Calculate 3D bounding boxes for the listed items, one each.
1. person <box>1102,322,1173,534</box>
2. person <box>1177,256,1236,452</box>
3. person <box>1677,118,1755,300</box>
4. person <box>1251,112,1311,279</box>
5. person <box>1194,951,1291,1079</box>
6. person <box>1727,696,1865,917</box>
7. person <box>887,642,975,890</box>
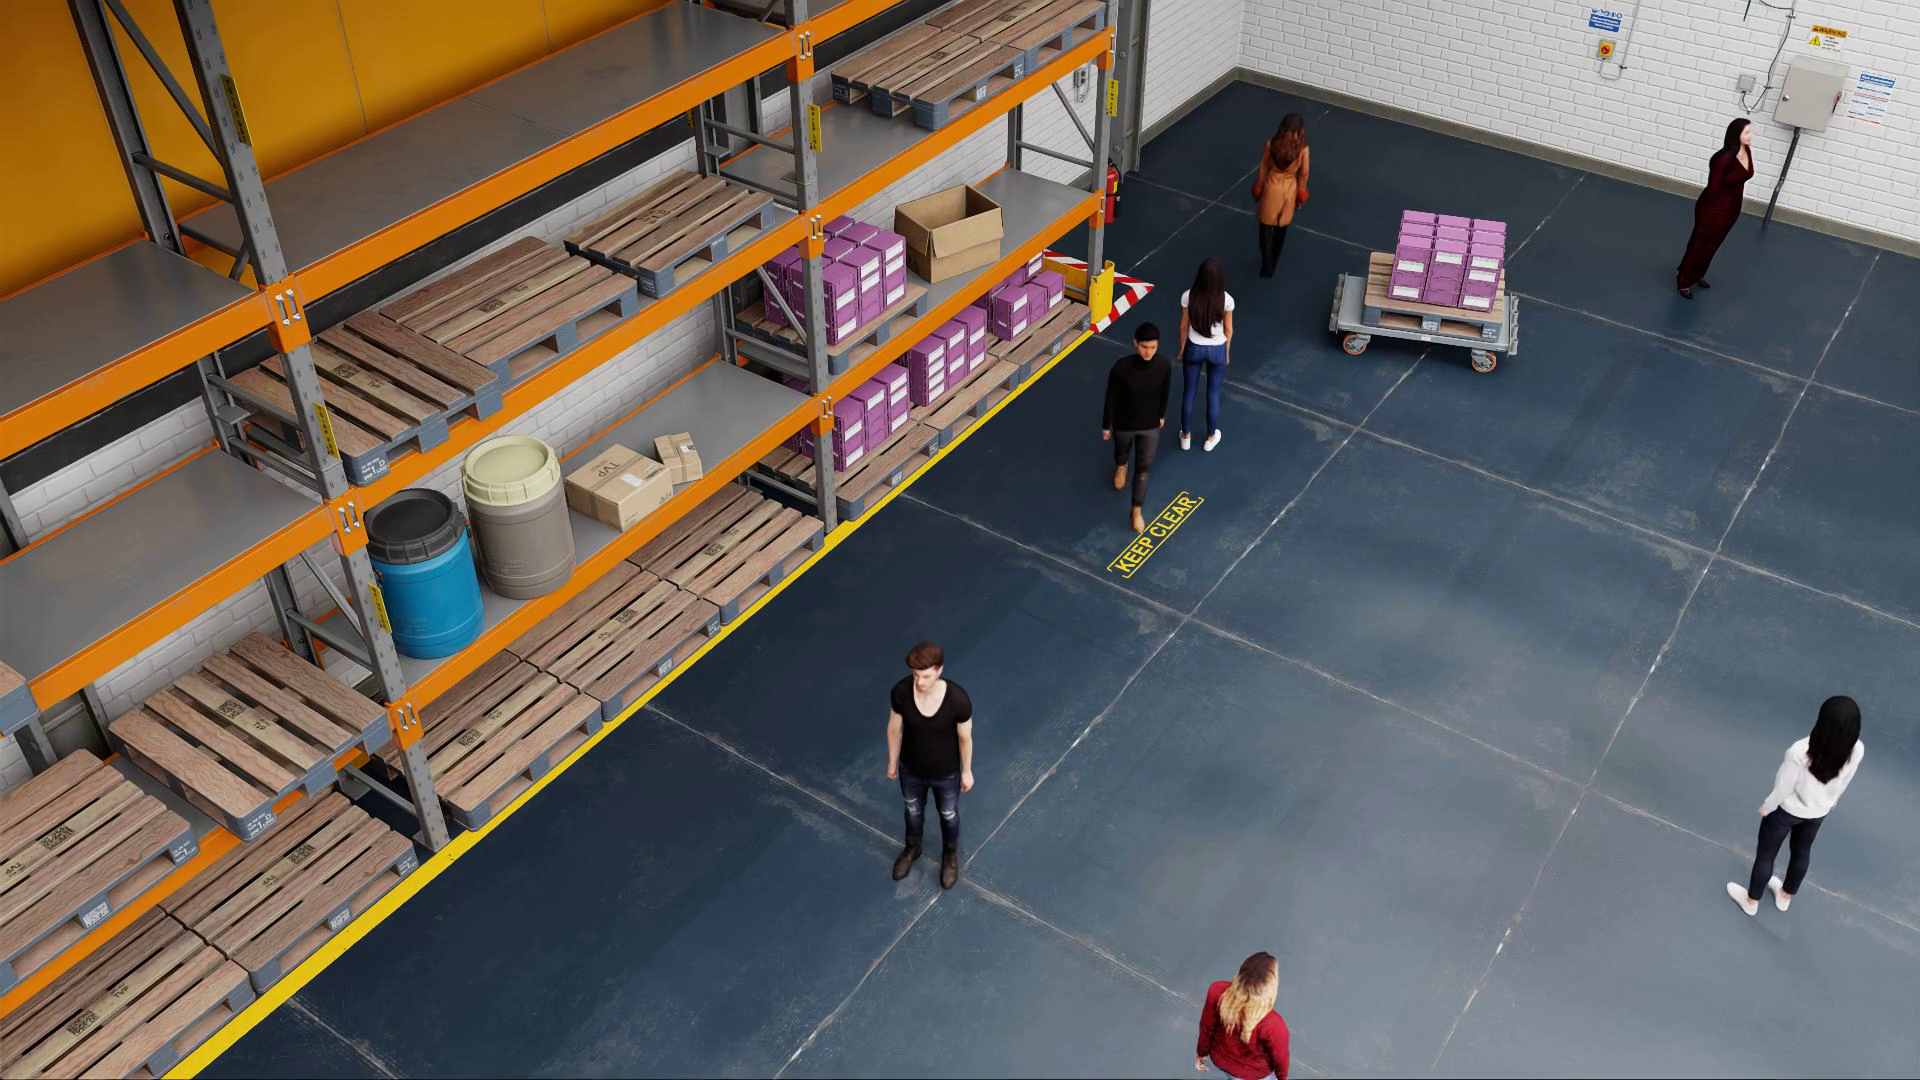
[{"bbox_3d":[1.362,-0.986,12.966,1.074,1.695,1.214,0,39,0],"label":"person"},{"bbox_3d":[1.995,-1.508,13.556,0.654,1.774,0.628,10,40,12],"label":"person"},{"bbox_3d":[7.090,-3.120,15.587,0.613,1.759,0.774,-29,47,-31],"label":"person"},{"bbox_3d":[3.015,-3.198,15.724,0.886,1.709,0.970,7,39,8],"label":"person"},{"bbox_3d":[1.374,2.718,8.422,0.682,1.577,1.092,28,46,30],"label":"person"},{"bbox_3d":[4.936,1.564,9.768,0.700,1.700,0.754,-5,39,-6],"label":"person"},{"bbox_3d":[-0.172,1.322,9.915,0.754,1.895,0.698,8,39,10],"label":"person"}]
